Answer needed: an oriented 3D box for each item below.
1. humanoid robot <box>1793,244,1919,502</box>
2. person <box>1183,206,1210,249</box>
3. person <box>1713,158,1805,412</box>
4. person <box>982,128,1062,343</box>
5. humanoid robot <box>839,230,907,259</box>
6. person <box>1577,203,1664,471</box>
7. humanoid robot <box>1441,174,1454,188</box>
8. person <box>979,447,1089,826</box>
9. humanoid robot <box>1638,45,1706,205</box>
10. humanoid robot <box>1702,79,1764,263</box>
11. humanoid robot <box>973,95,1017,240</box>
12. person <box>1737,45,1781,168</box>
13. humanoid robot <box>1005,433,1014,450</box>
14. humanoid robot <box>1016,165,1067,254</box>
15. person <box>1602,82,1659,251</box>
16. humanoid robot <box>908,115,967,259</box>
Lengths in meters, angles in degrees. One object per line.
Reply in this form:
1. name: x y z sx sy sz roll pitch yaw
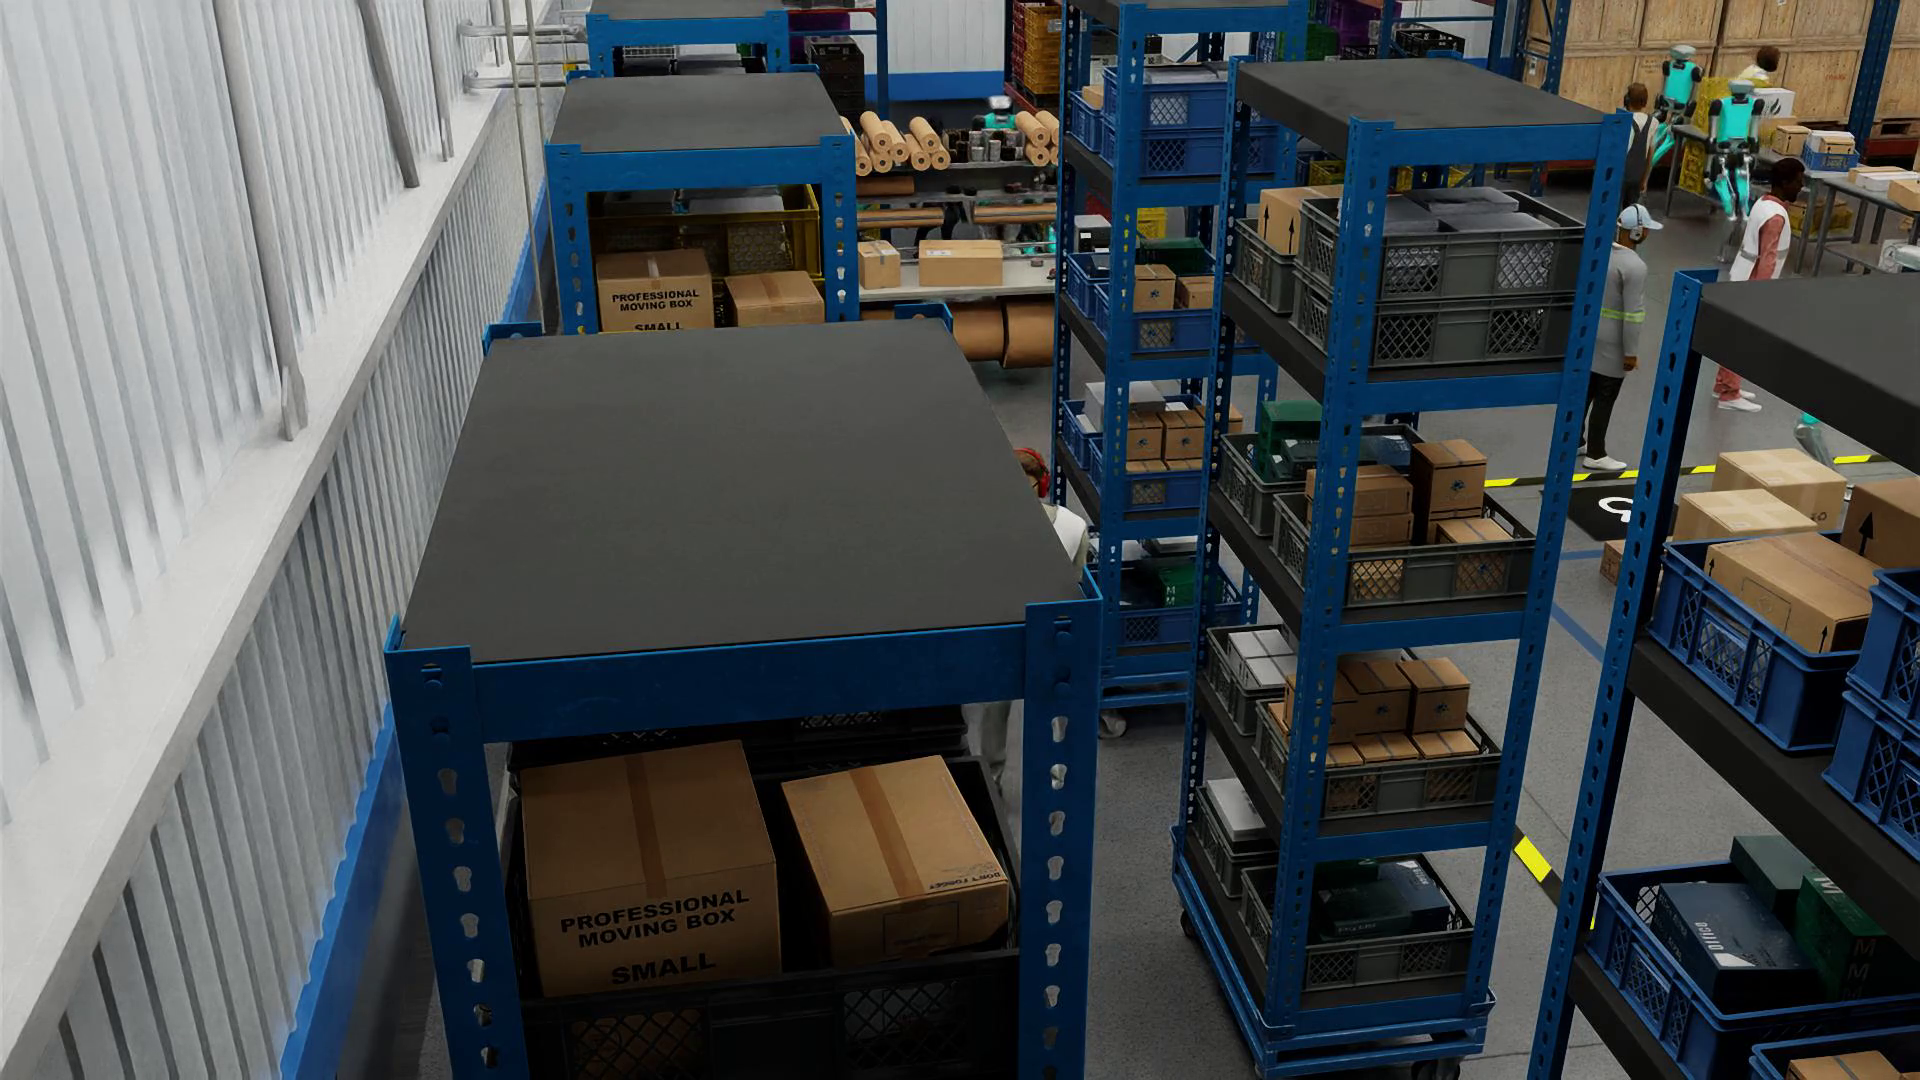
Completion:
1. humanoid robot: 5.770 -1.101 10.781 0.735 1.672 0.533 15 28 29
2. person: 2.296 -3.509 16.159 0.293 1.744 0.485 22 33 39
3. person: 5.991 -1.918 12.512 0.394 1.911 0.580 8 26 18
4. person: 0.518 -2.512 13.895 0.854 1.830 0.501 0 25 -1
5. humanoid robot: -0.610 -2.336 13.662 1.010 1.752 0.544 -5 25 -11
6. person: 4.500 -1.394 11.433 0.387 1.850 0.599 -5 25 -10
7. humanoid robot: 5.344 -4.480 18.396 0.701 1.640 0.589 1 25 2
8. person: 0.285 0.431 7.474 0.564 1.844 0.382 5 25 12
9. humanoid robot: 7.679 -4.499 18.415 0.777 1.863 0.549 -11 27 -22
10. humanoid robot: 7.654 -3.584 16.308 0.620 1.742 0.783 0 25 -1
11. humanoid robot: 0.334 -3.382 15.978 0.547 1.855 0.836 -3 25 -6
12. person: 8.730 -4.561 18.392 0.559 1.800 0.662 4 25 10
13. humanoid robot: 0.032 -0.014 8.673 0.585 1.624 0.501 3 25 6
14. humanoid robot: 0.714 -2.602 14.227 0.548 1.748 0.993 -6 25 -12
15. person: 6.314 -3.404 15.811 0.514 1.843 0.325 -7 26 -14
16. humanoid robot: -0.236 -3.088 15.321 0.615 1.648 0.416 -12 27 -24
